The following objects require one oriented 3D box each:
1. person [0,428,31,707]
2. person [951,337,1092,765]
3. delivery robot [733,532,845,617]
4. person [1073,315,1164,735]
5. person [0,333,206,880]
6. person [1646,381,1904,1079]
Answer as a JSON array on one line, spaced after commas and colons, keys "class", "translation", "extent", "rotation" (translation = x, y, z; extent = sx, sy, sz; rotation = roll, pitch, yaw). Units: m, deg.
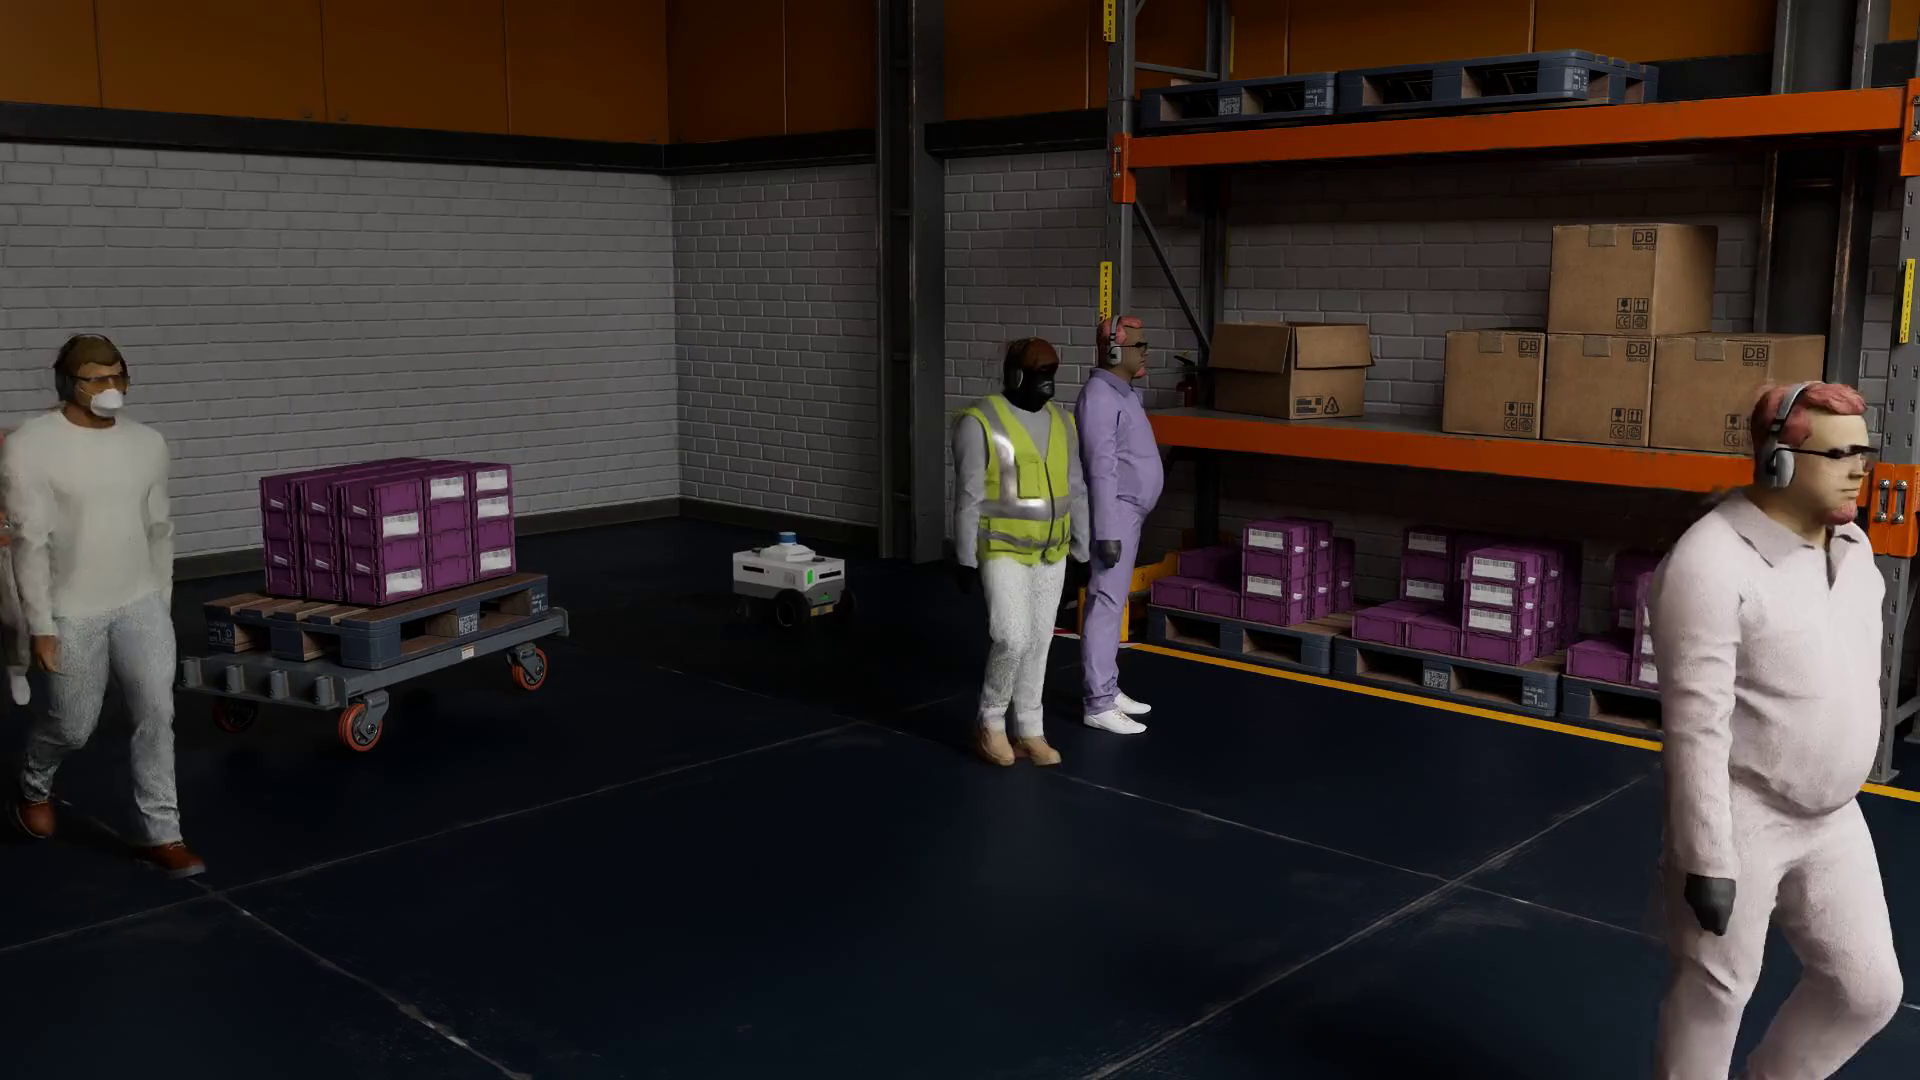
[{"class": "person", "translation": [-4.585, 0.046, 7.788], "extent": [0.543, 1.624, 0.381], "rotation": [-4, 10, -24]}, {"class": "person", "translation": [0.275, 0.059, 7.076], "extent": [0.660, 1.831, 0.436], "rotation": [-7, 12, -37]}, {"class": "delivery robot", "translation": [-1.022, 0.195, 9.876], "extent": [0.707, 0.478, 0.477], "rotation": [8, 12, 39]}, {"class": "person", "translation": [0.735, -0.078, 7.699], "extent": [0.407, 1.910, 0.639], "rotation": [2, 9, 11]}, {"class": "person", "translation": [-3.054, 0.228, 5.825], "extent": [0.823, 1.913, 0.623], "rotation": [6, 11, 32]}, {"class": "person", "translation": [1.755, 0.605, 3.572], "extent": [0.679, 1.888, 0.491], "rotation": [-5, 10, -28]}]
